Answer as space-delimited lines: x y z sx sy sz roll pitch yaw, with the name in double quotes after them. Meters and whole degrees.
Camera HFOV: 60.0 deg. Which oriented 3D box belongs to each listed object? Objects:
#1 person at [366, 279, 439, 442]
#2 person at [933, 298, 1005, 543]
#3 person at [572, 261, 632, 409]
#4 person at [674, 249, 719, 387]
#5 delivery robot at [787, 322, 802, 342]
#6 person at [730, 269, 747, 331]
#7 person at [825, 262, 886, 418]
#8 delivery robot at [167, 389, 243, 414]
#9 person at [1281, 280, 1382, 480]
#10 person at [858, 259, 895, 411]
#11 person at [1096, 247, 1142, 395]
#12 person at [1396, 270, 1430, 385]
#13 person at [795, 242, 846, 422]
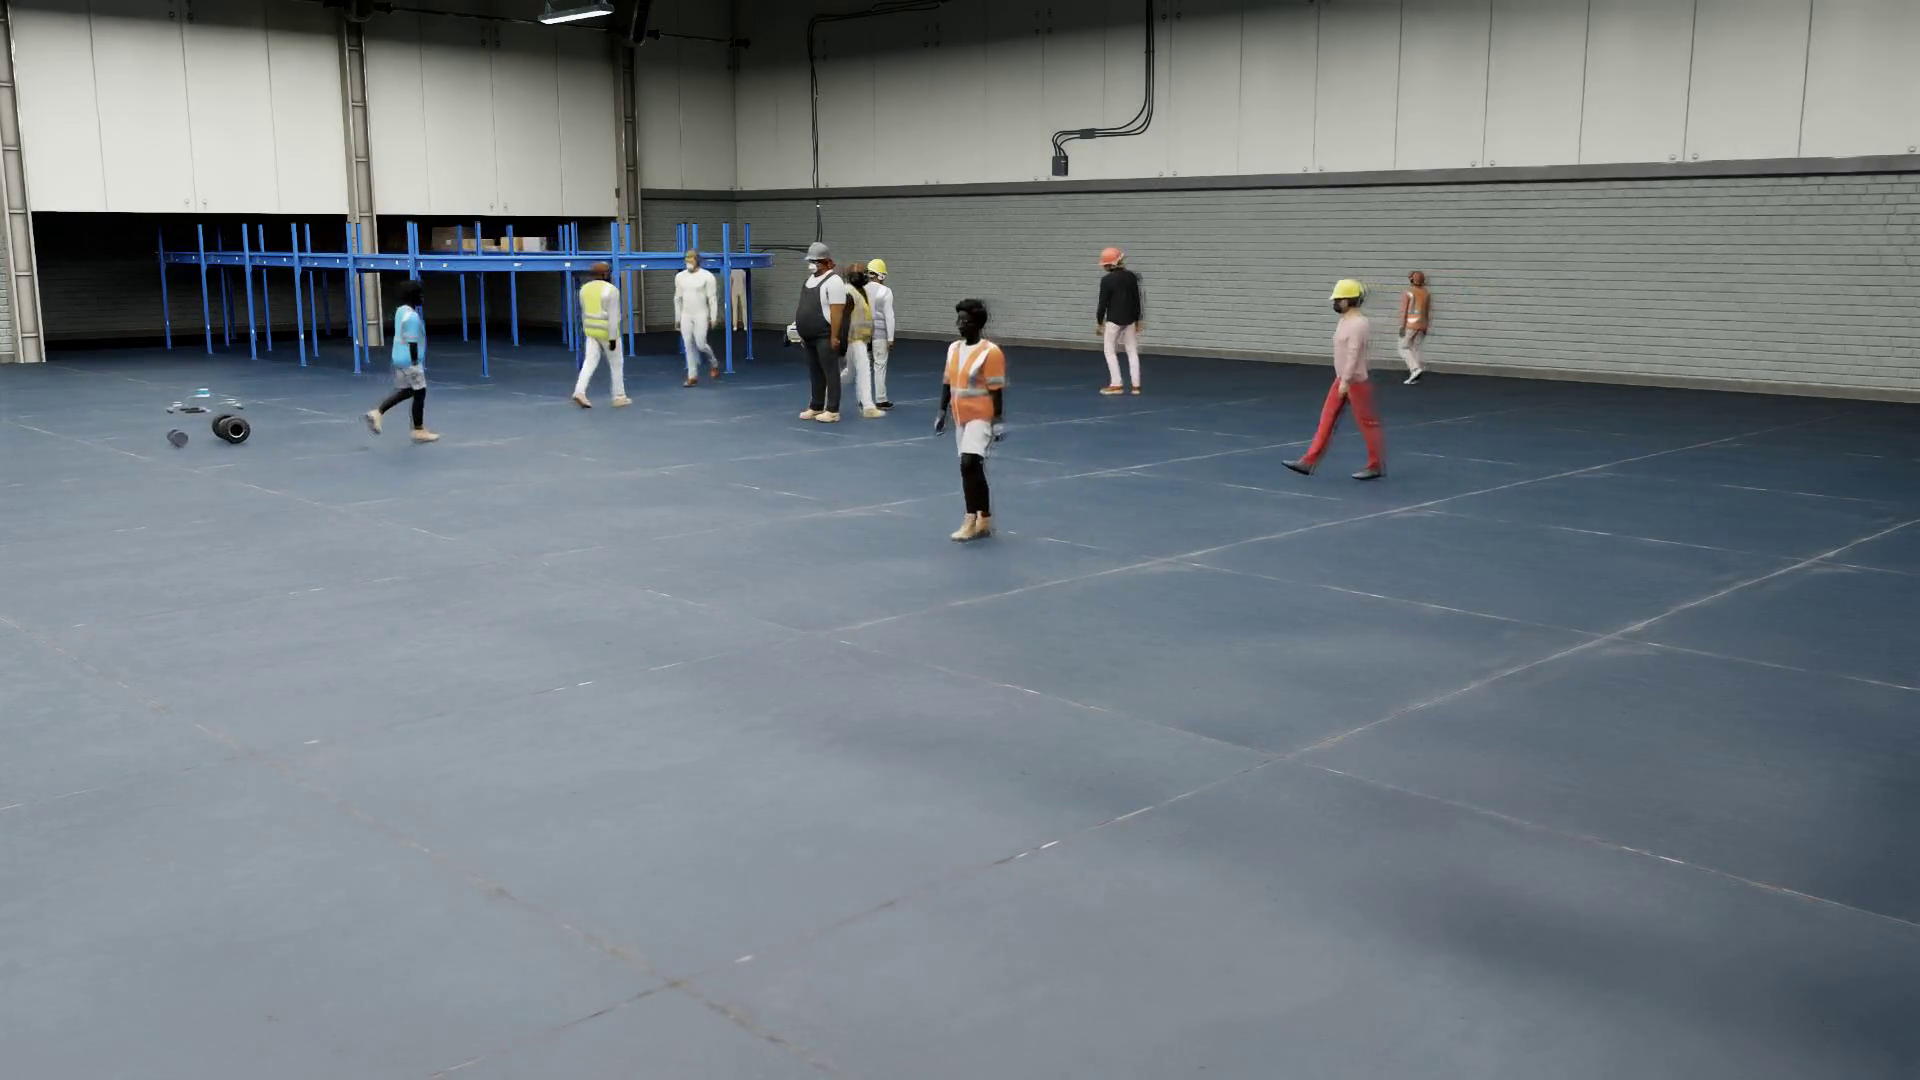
-5.696 -1.816 16.955 0.634 1.667 0.564 -7 13 -35 "person"
0.019 -0.822 11.513 0.627 1.680 0.537 -8 13 -36 "person"
-4.455 -2.527 20.488 0.625 1.807 0.926 6 12 28 "person"
-3.697 -3.130 23.436 0.626 1.918 0.575 4 11 22 "person"
-3.082 -4.042 31.981 0.477 0.478 0.707 2 11 9 "delivery robot"
-4.905 -5.465 36.937 0.507 1.631 0.266 -1 10 -4 "person"
-1.287 -2.363 19.548 0.849 1.810 0.638 3 11 17 "person"
-7.755 -1.437 17.068 0.698 0.223 0.335 -7 13 -35 "delivery robot"
3.280 -1.376 14.377 0.891 1.714 0.549 -1 10 -7 "person"
-1.028 -2.500 20.258 0.586 1.823 0.403 6 12 31 "person"
2.168 -2.922 22.213 0.755 1.950 0.376 -7 12 -33 "person"
6.413 -2.993 23.477 0.533 1.623 0.398 -5 12 -28 "person"
-1.618 -2.363 19.030 0.535 2.000 0.688 -7 13 -35 "person"
